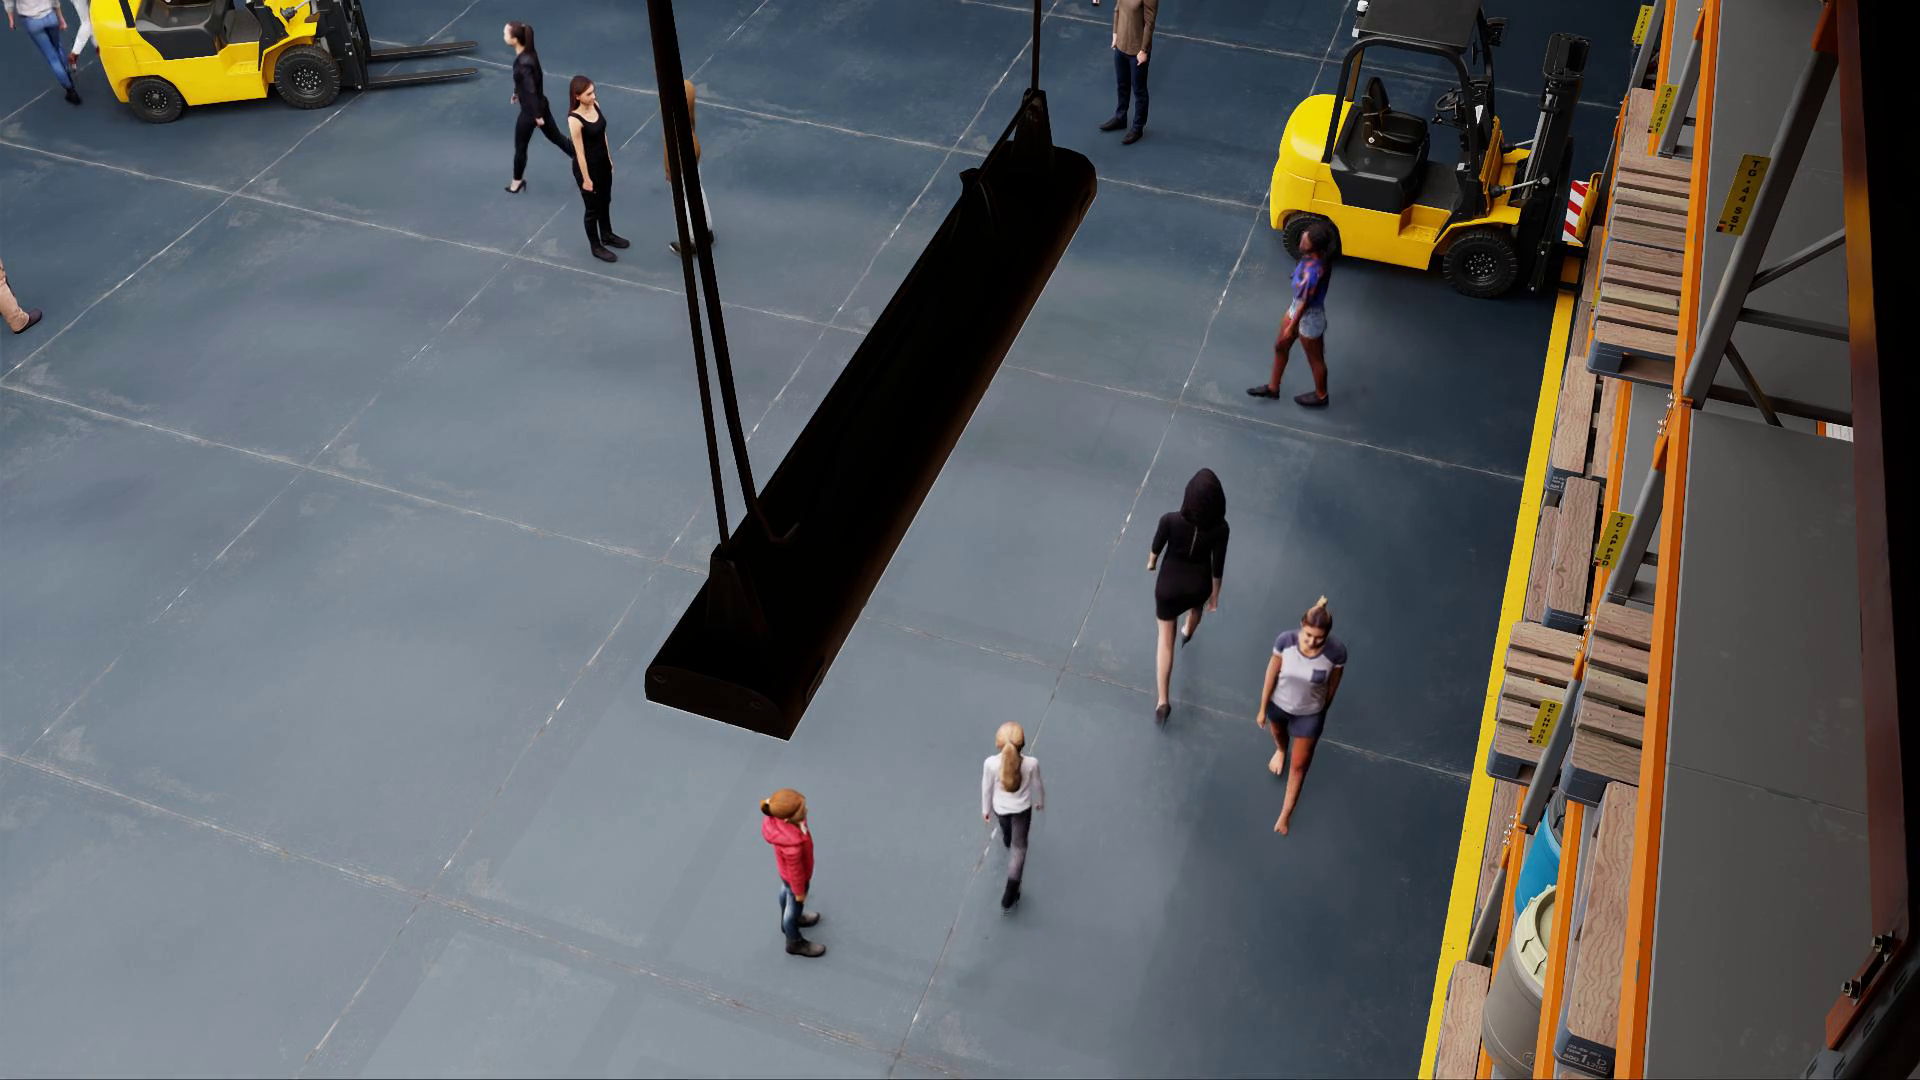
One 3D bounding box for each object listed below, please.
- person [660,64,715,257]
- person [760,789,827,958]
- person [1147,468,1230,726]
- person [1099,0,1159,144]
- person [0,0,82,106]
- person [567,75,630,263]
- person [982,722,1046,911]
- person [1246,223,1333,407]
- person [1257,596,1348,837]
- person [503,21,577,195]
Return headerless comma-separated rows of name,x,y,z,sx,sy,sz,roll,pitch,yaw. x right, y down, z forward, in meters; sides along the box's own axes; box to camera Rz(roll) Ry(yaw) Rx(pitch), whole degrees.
person,-2.340,-3.260,14.093,0.676,1.817,0.493,12,45,12
person,-0.925,1.807,9.137,0.645,1.317,0.553,-7,44,-7
person,1.370,0.389,10.313,0.810,1.747,1.188,4,44,4
person,1.618,-4.633,15.482,0.762,1.889,0.744,-27,50,-26
person,-8.815,-4.964,16.030,0.820,1.613,0.791,30,51,27
person,-3.105,-3.156,14.078,0.632,1.687,0.467,13,45,13
person,0.287,1.561,9.438,0.650,1.257,0.974,6,44,6
person,2.672,-1.664,12.500,0.819,1.704,0.889,10,44,10
person,2.010,0.916,9.882,0.612,1.579,0.989,17,46,17
person,-3.693,-3.821,14.785,0.960,1.674,1.094,-4,44,-4
